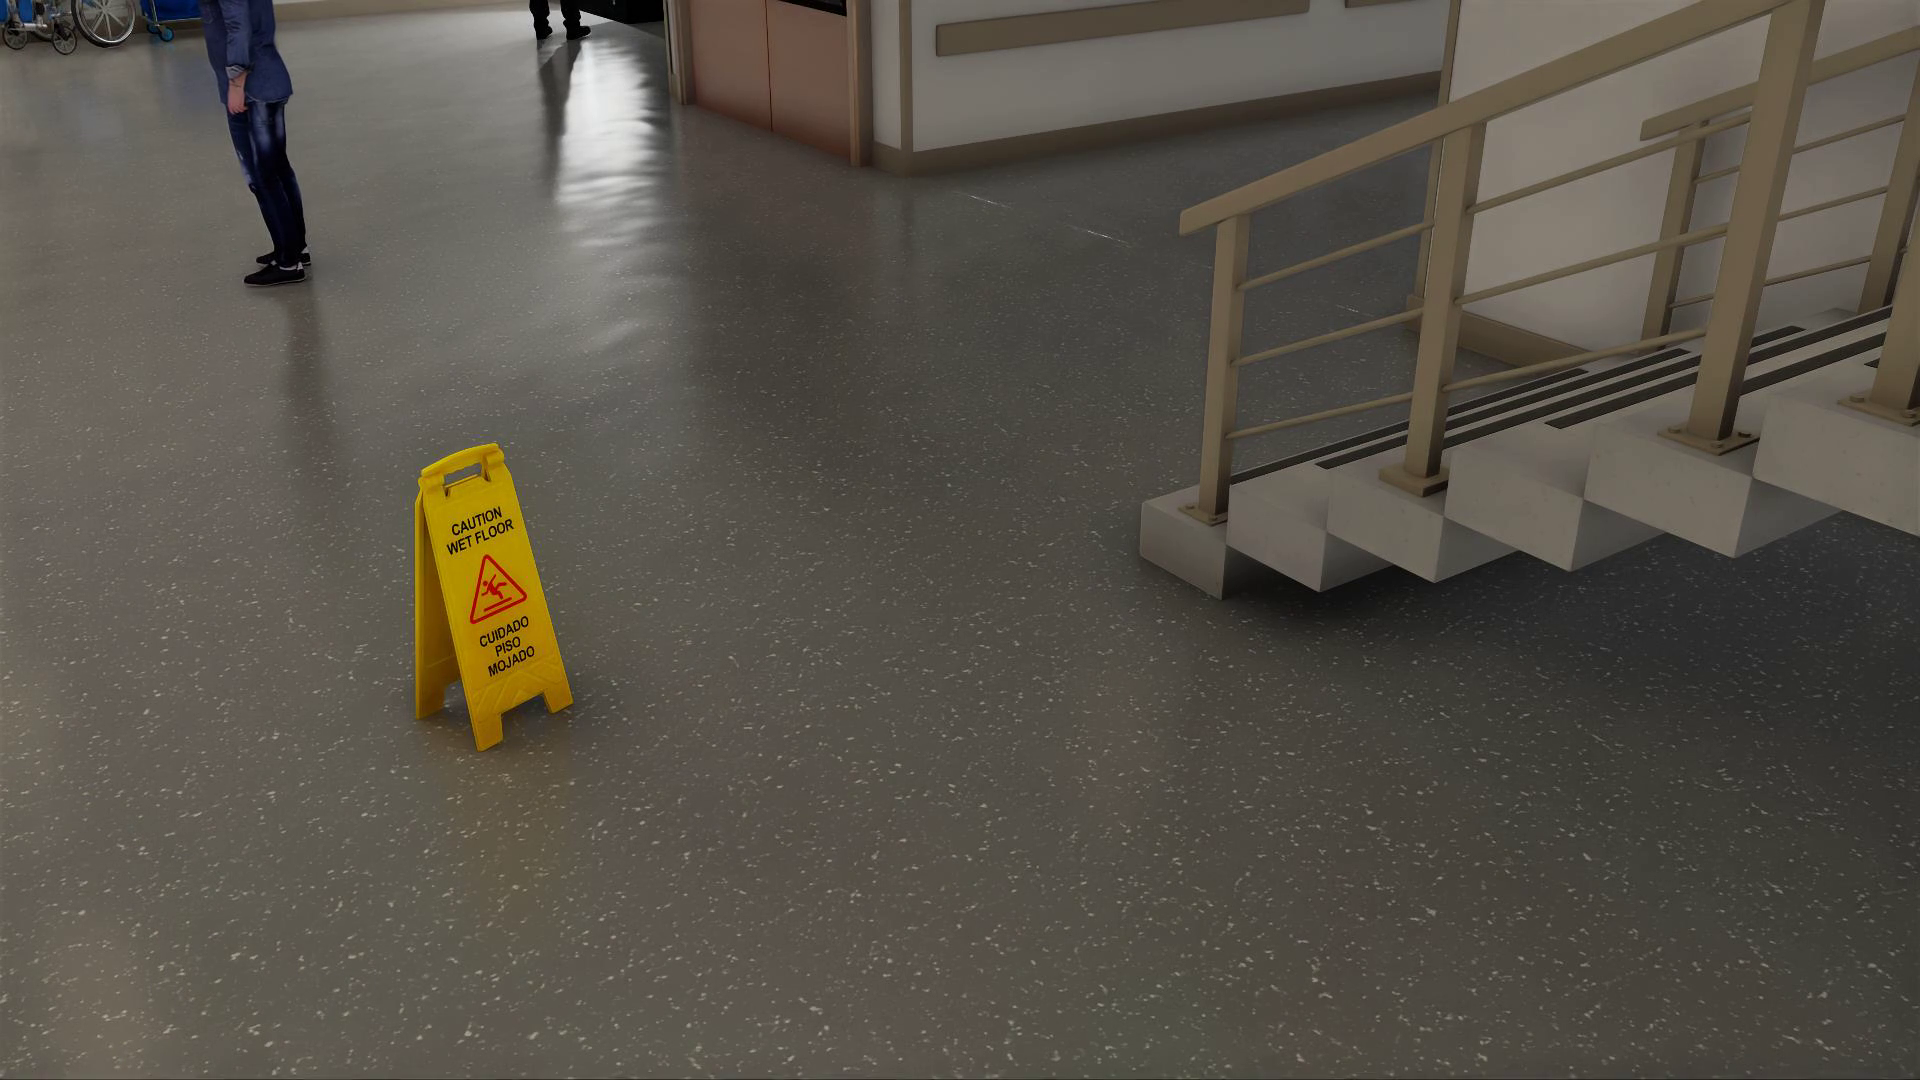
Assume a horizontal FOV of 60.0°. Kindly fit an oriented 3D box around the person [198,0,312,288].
[{"bbox_3d":[-3.437,-2.167,8.072,0.854,1.826,0.701,-4,26,-8],"label":"person"}]

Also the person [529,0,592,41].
[{"bbox_3d":[-3.671,-5.466,14.813,0.771,1.912,0.826,4,26,8],"label":"person"}]
